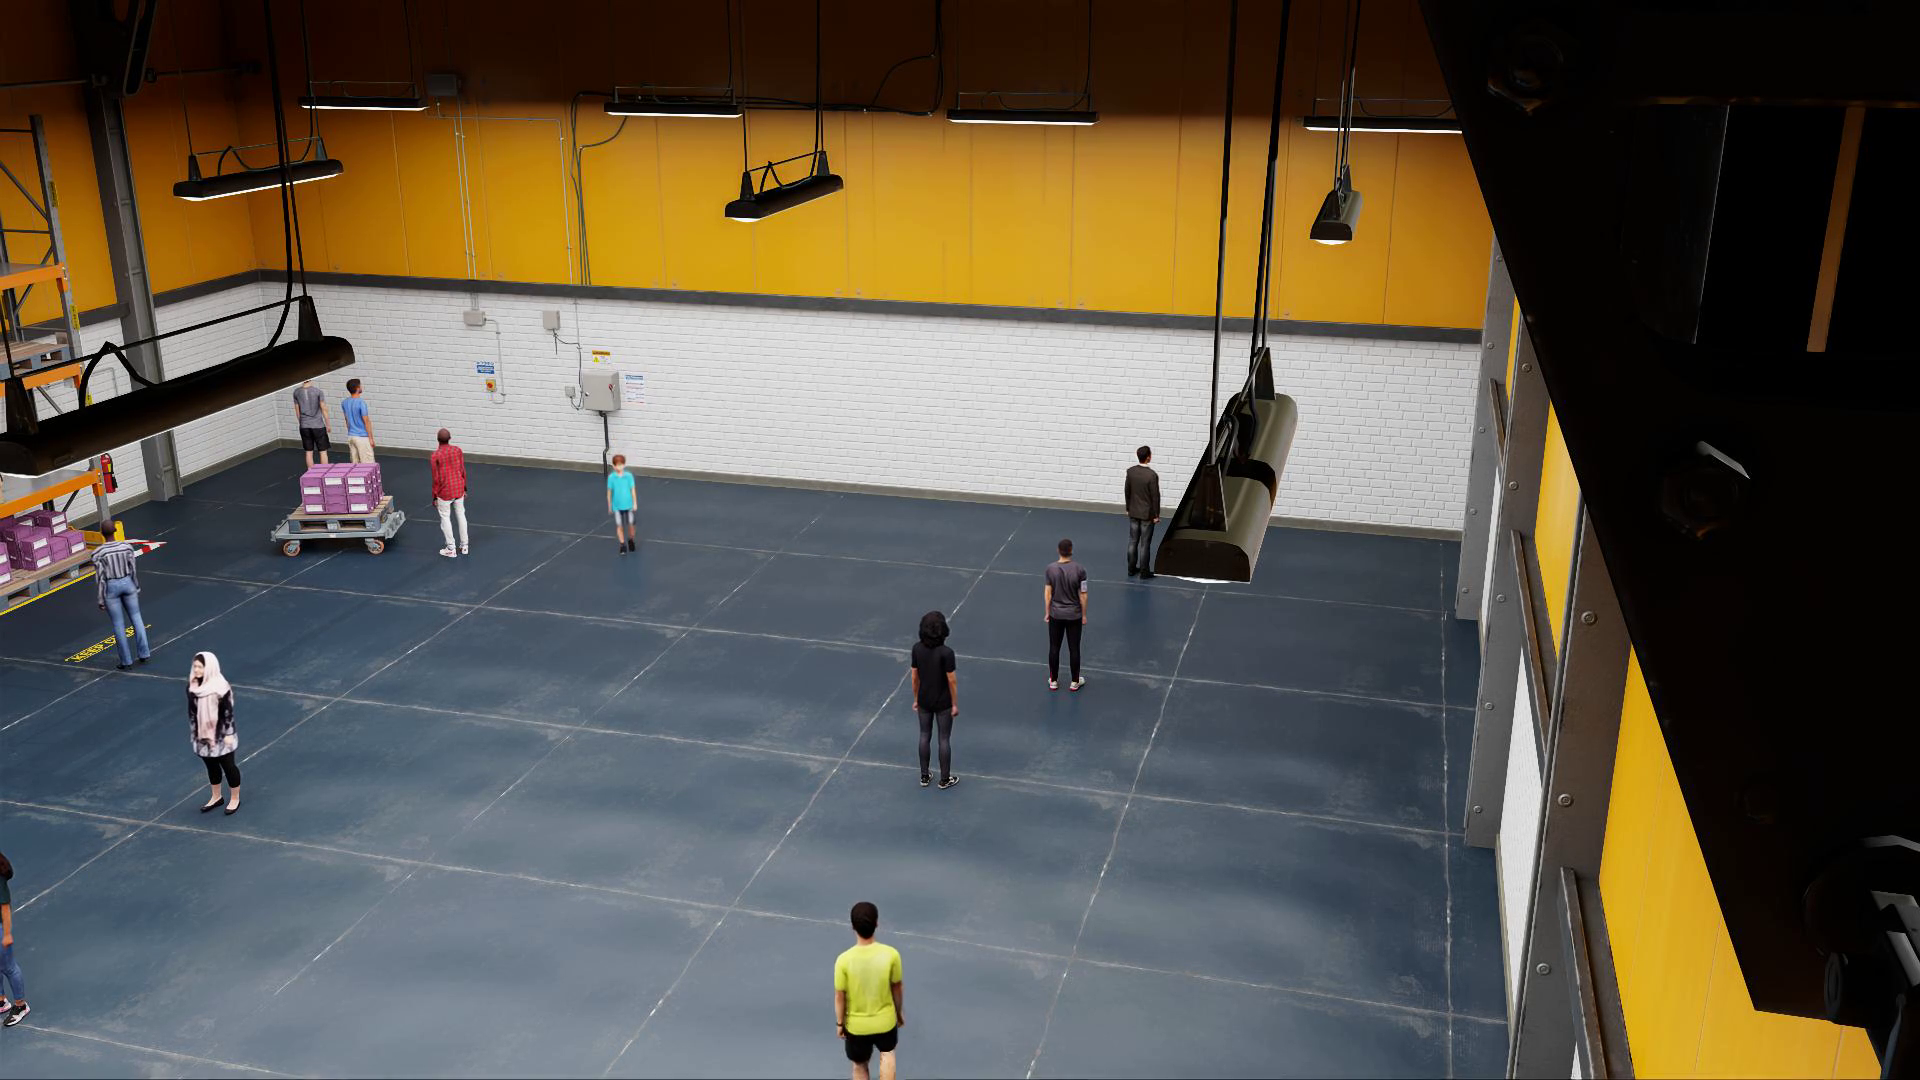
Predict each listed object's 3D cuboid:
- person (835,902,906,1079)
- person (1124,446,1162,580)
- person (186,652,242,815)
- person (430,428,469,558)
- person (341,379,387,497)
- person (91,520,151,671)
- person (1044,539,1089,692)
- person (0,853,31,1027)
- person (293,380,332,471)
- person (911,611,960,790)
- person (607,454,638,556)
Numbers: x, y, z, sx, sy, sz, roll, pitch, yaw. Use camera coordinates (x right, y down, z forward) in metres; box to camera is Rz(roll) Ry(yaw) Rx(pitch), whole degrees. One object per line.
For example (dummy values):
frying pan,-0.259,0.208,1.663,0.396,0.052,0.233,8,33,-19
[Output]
person,-0.601,3.299,11.400,0.805,1.702,0.901,-3,19,-8
person,2.426,-0.385,22.178,0.759,1.804,0.712,16,24,39
person,-7.120,1.822,15.886,0.616,1.637,0.591,5,19,15
person,-7.060,-0.677,23.022,0.707,1.819,0.815,-16,25,-40
person,-9.242,-1.568,25.599,0.687,1.864,0.624,9,20,24
person,-9.698,0.625,19.196,0.771,1.794,0.634,15,24,37
person,1.174,0.833,18.624,0.642,1.764,0.552,4,19,12
person,-7.380,2.925,12.643,0.601,1.616,0.591,6,19,17
person,-10.235,-1.801,26.277,0.708,1.871,0.639,0,19,1
person,-0.255,1.561,16.349,0.668,1.837,0.582,9,20,24
person,-4.684,-0.516,23.140,0.613,1.439,0.632,-2,19,-6
